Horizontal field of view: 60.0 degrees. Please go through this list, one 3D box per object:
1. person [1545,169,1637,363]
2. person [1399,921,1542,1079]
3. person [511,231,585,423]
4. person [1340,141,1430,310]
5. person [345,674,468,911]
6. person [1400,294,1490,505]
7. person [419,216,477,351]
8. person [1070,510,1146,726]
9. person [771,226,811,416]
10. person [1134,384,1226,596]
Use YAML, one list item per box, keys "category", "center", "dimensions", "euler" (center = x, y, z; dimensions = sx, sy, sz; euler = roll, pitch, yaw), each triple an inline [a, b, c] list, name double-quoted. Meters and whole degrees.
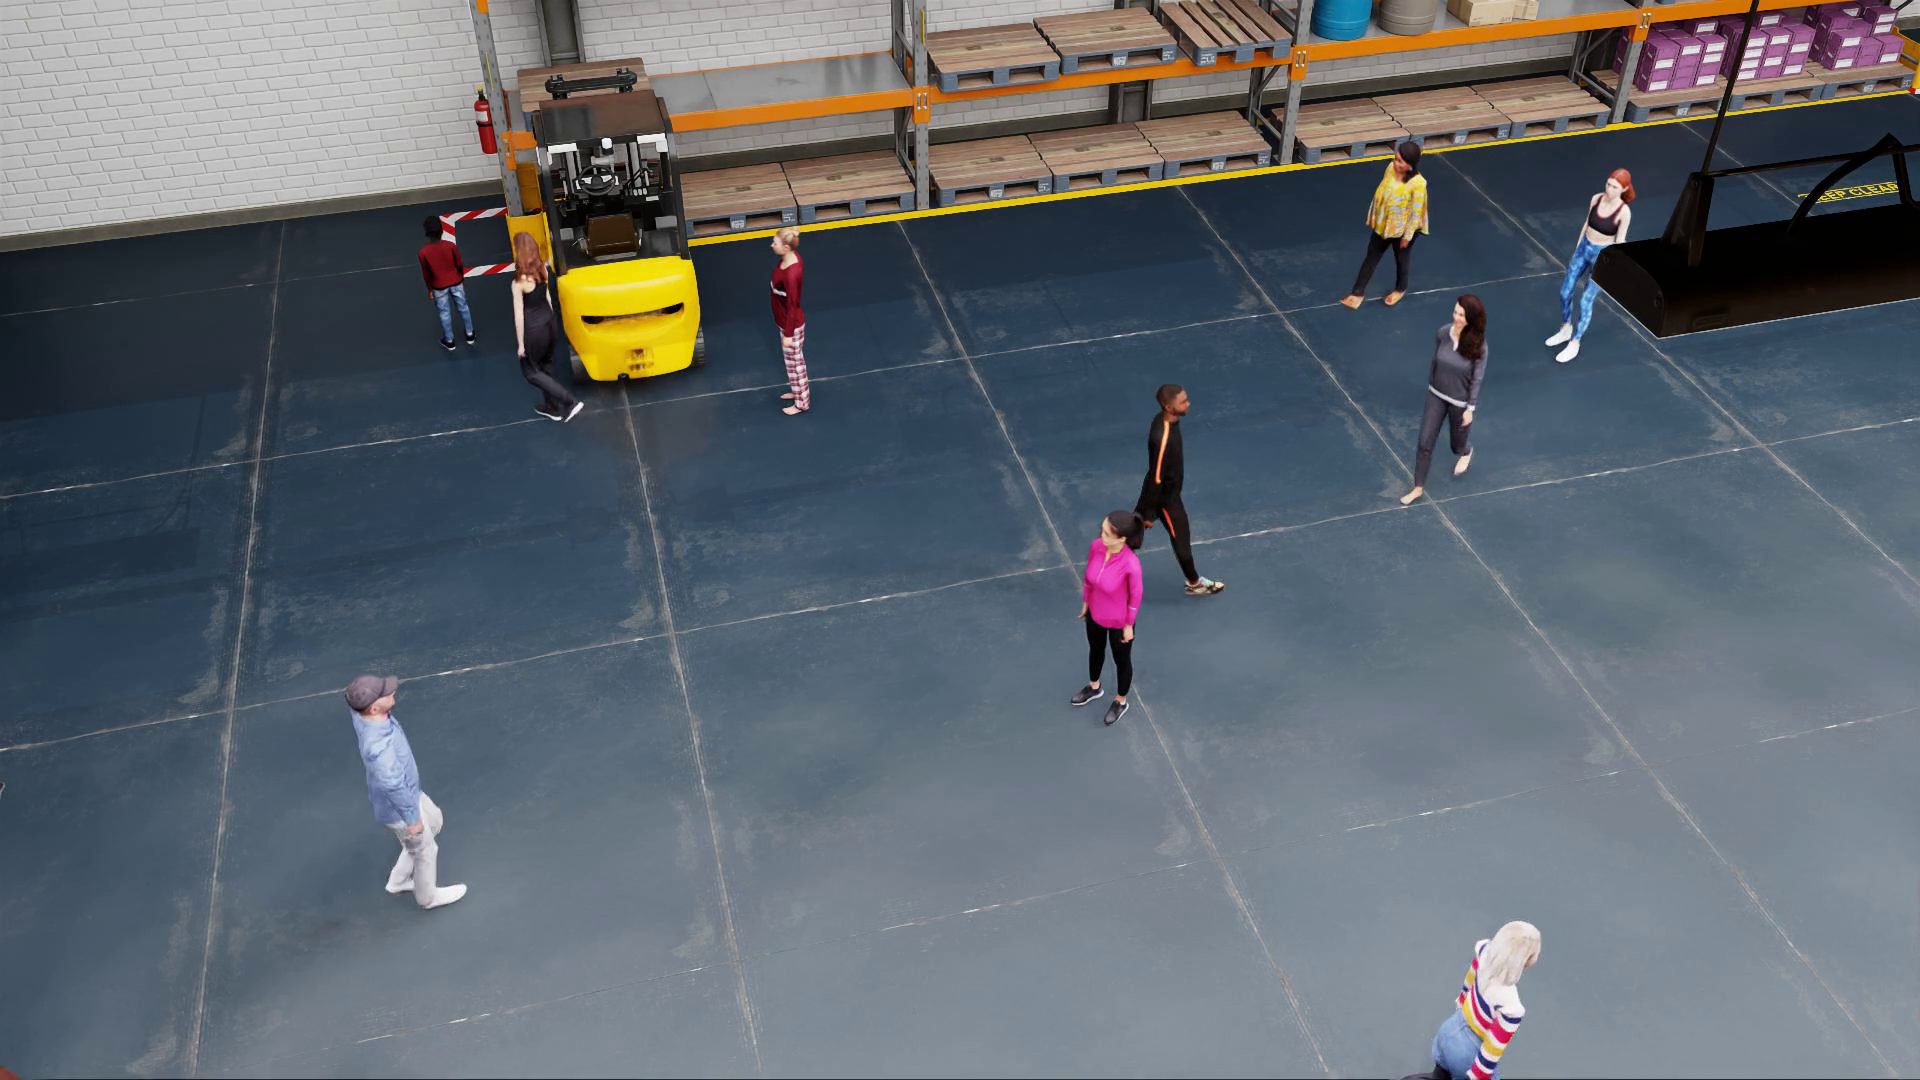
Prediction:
- category: "person"
  center: [5.492, -2.395, 14.339]
  dimensions: [0.760, 1.782, 0.706]
  euler: [-21, 43, -24]
- category: "person"
  center: [2.409, 2.507, 8.198]
  dimensions: [1.124, 1.776, 0.806]
  euler: [-2, 39, -3]
- category: "person"
  center: [-3.344, -1.665, 13.455]
  dimensions: [0.919, 1.733, 0.847]
  euler: [17, 42, 20]
- category: "person"
  center: [3.995, -2.832, 15.001]
  dimensions: [1.058, 1.628, 0.888]
  euler: [-24, 44, -27]
- category: "person"
  center: [-3.250, 1.470, 9.412]
  dimensions: [0.735, 1.881, 0.737]
  euler: [-18, 42, -21]
- category: "person"
  center: [3.814, -1.103, 12.741]
  dimensions: [0.974, 1.746, 1.124]
  euler: [29, 47, 31]
- category: "person"
  center: [-4.506, -2.261, 14.584]
  dimensions: [0.487, 1.256, 0.609]
  euler: [-20, 43, -23]
- category: "person"
  center: [0.993, 0.474, 10.813]
  dimensions: [0.697, 1.699, 0.672]
  euler: [-32, 48, -33]
- category: "person"
  center: [-1.394, -1.814, 13.671]
  dimensions: [0.527, 1.697, 0.629]
  euler: [-6, 39, -7]
- category: "person"
  center: [1.333, -0.332, 11.765]
  dimensions: [1.299, 1.760, 0.962]
  euler: [5, 39, 6]
